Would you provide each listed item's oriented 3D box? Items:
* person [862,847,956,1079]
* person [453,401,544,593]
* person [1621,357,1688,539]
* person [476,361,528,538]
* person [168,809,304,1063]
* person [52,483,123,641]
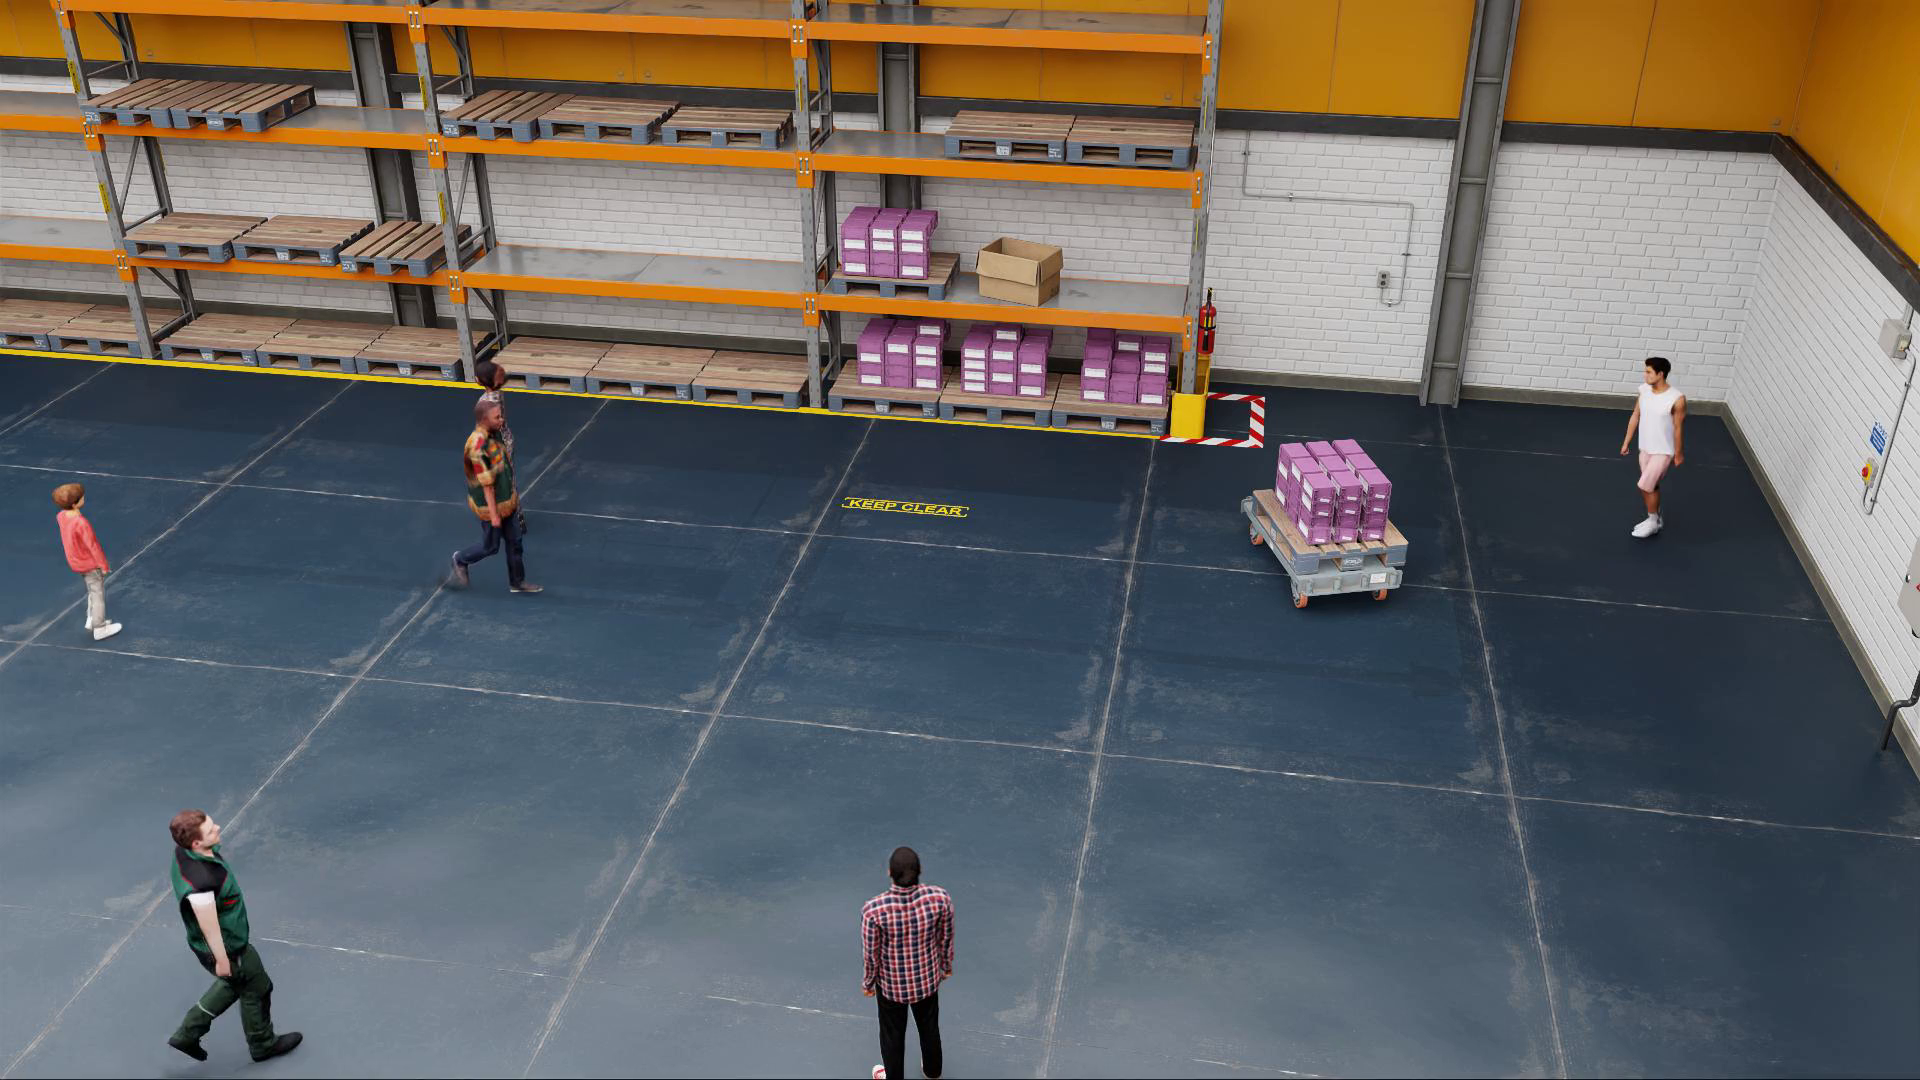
[{"bbox_3d":[-0.292,2.401,9.234,0.730,1.761,0.848,-10,30,-17],"label":"person"},{"bbox_3d":[-4.063,-0.336,14.230,1.007,1.783,0.680,6,29,10],"label":"person"},{"bbox_3d":[6.438,-0.834,15.189,0.871,1.739,0.813,-15,32,-26],"label":"person"},{"bbox_3d":[-4.209,-0.845,15.235,0.657,1.714,0.650,-8,29,-13],"label":"person"},{"bbox_3d":[-4.245,2.275,9.399,1.034,1.825,0.974,-18,33,-30],"label":"person"},{"bbox_3d":[-7.231,0.203,13.636,0.550,1.405,0.660,17,33,28],"label":"person"}]
